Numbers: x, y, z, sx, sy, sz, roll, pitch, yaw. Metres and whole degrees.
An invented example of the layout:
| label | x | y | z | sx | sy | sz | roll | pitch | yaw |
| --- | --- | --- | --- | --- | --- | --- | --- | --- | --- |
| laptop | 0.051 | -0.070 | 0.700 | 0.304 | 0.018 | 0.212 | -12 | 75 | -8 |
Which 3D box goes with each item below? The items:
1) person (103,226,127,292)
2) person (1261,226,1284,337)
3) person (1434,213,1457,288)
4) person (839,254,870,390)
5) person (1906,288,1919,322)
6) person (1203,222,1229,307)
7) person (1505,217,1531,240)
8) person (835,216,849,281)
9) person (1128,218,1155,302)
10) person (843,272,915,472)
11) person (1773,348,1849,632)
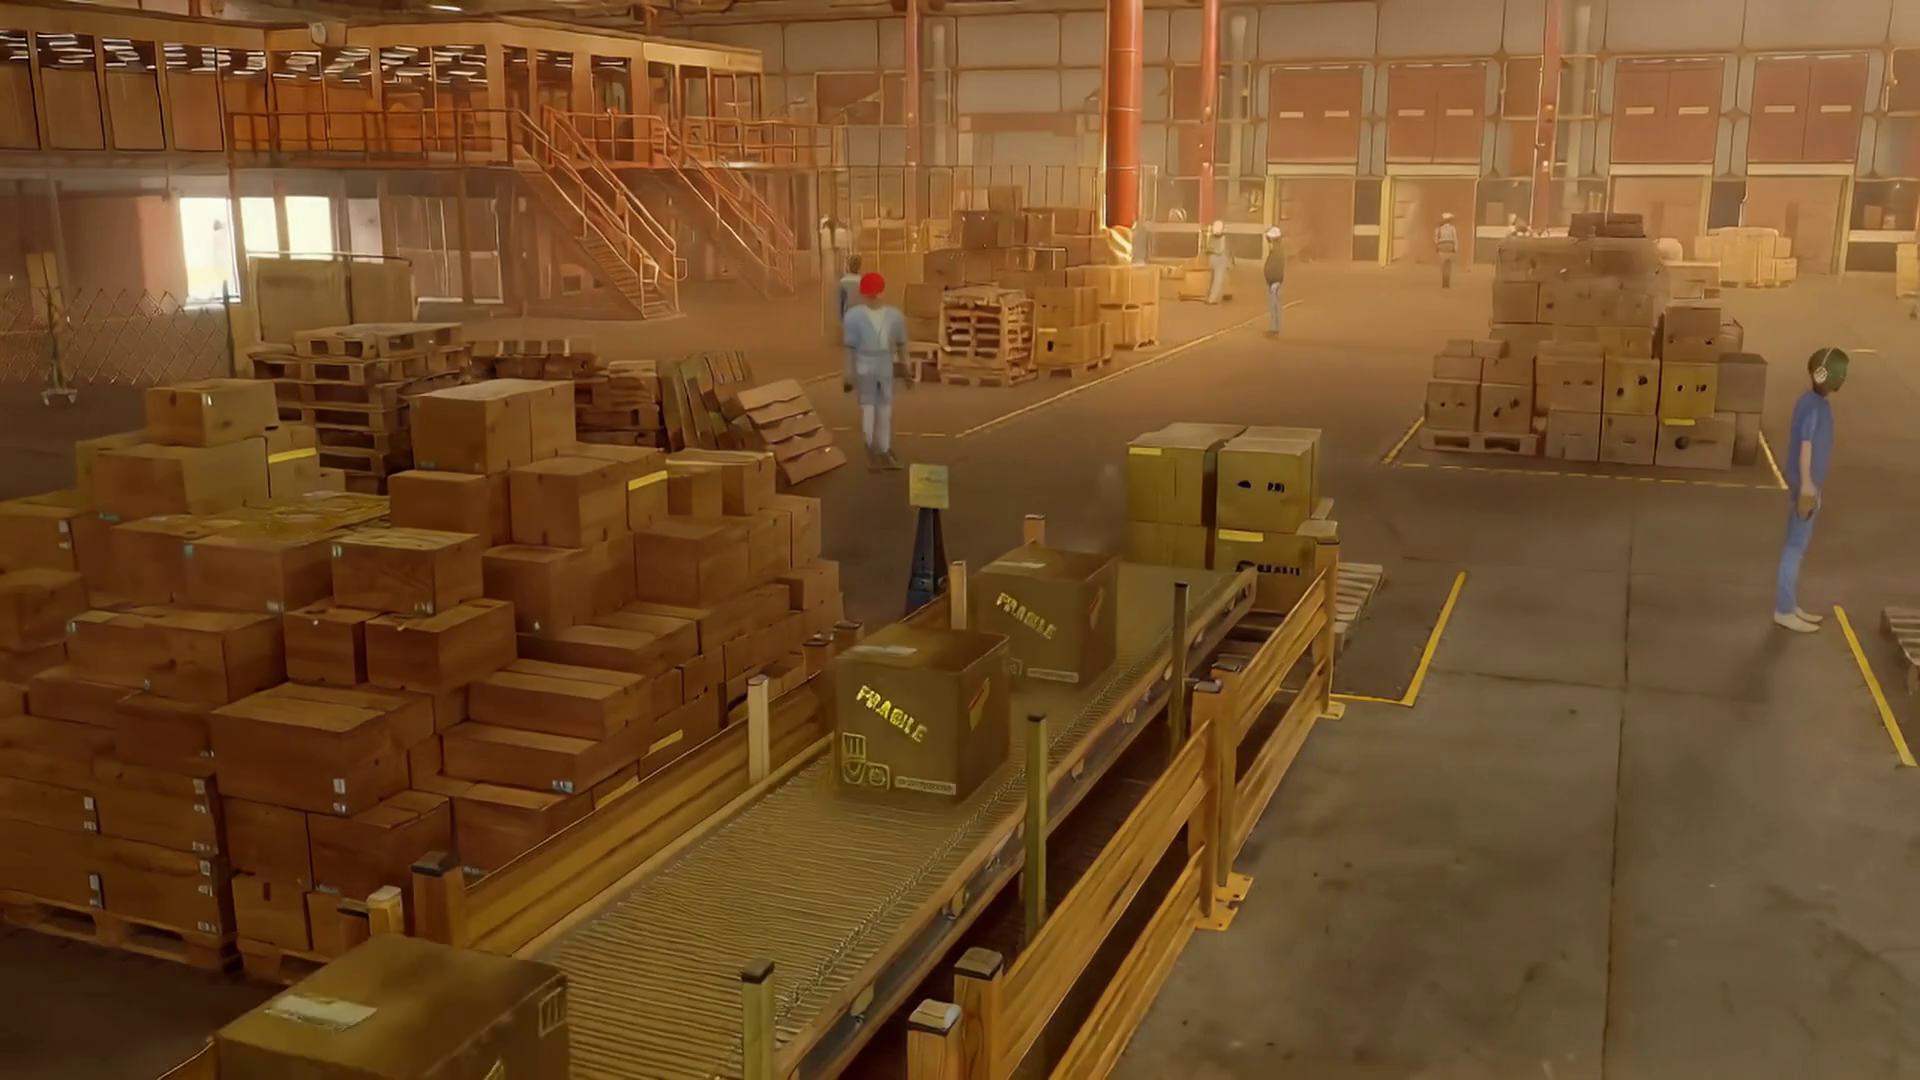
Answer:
| label | x | y | z | sx | sy | sz | roll | pitch | yaw |
| --- | --- | --- | --- | --- | --- | --- | --- | --- | --- |
| person | -20.687 | -6.973 | 40.747 | 0.642 | 1.862 | 0.933 | -5 | 13 | -21 |
| person | 5.668 | -4.681 | 30.185 | 0.396 | 1.992 | 0.623 | 2 | 13 | 7 |
| person | 12.510 | -7.474 | 42.949 | 0.574 | 1.887 | 0.797 | 2 | 13 | 10 |
| person | -1.423 | -3.000 | 22.969 | 0.503 | 1.860 | 0.330 | -2 | 13 | -7 |
| person | 19.365 | -5.203 | 33.034 | 1.013 | 1.788 | 0.618 | -3 | 13 | -13 |
| person | 5.658 | -6.143 | 37.045 | 0.882 | 1.868 | 0.666 | -8 | 15 | -31 |
| person | 12.558 | -6.292 | 37.517 | 0.605 | 1.949 | 0.401 | 1 | 13 | 2 |
| person | -2.937 | -7.259 | 42.113 | 0.429 | 1.838 | 0.621 | -3 | 13 | -12 |
| person | 4.163 | -6.451 | 38.287 | 0.624 | 1.933 | 0.369 | 4 | 13 | 17 |
| person | -0.801 | -1.654 | 16.545 | 0.724 | 2.017 | 0.443 | -6 | 14 | -27 |
| person | 5.631 | -0.336 | 10.999 | 0.329 | 1.864 | 0.508 | 7 | 15 | 30 |
